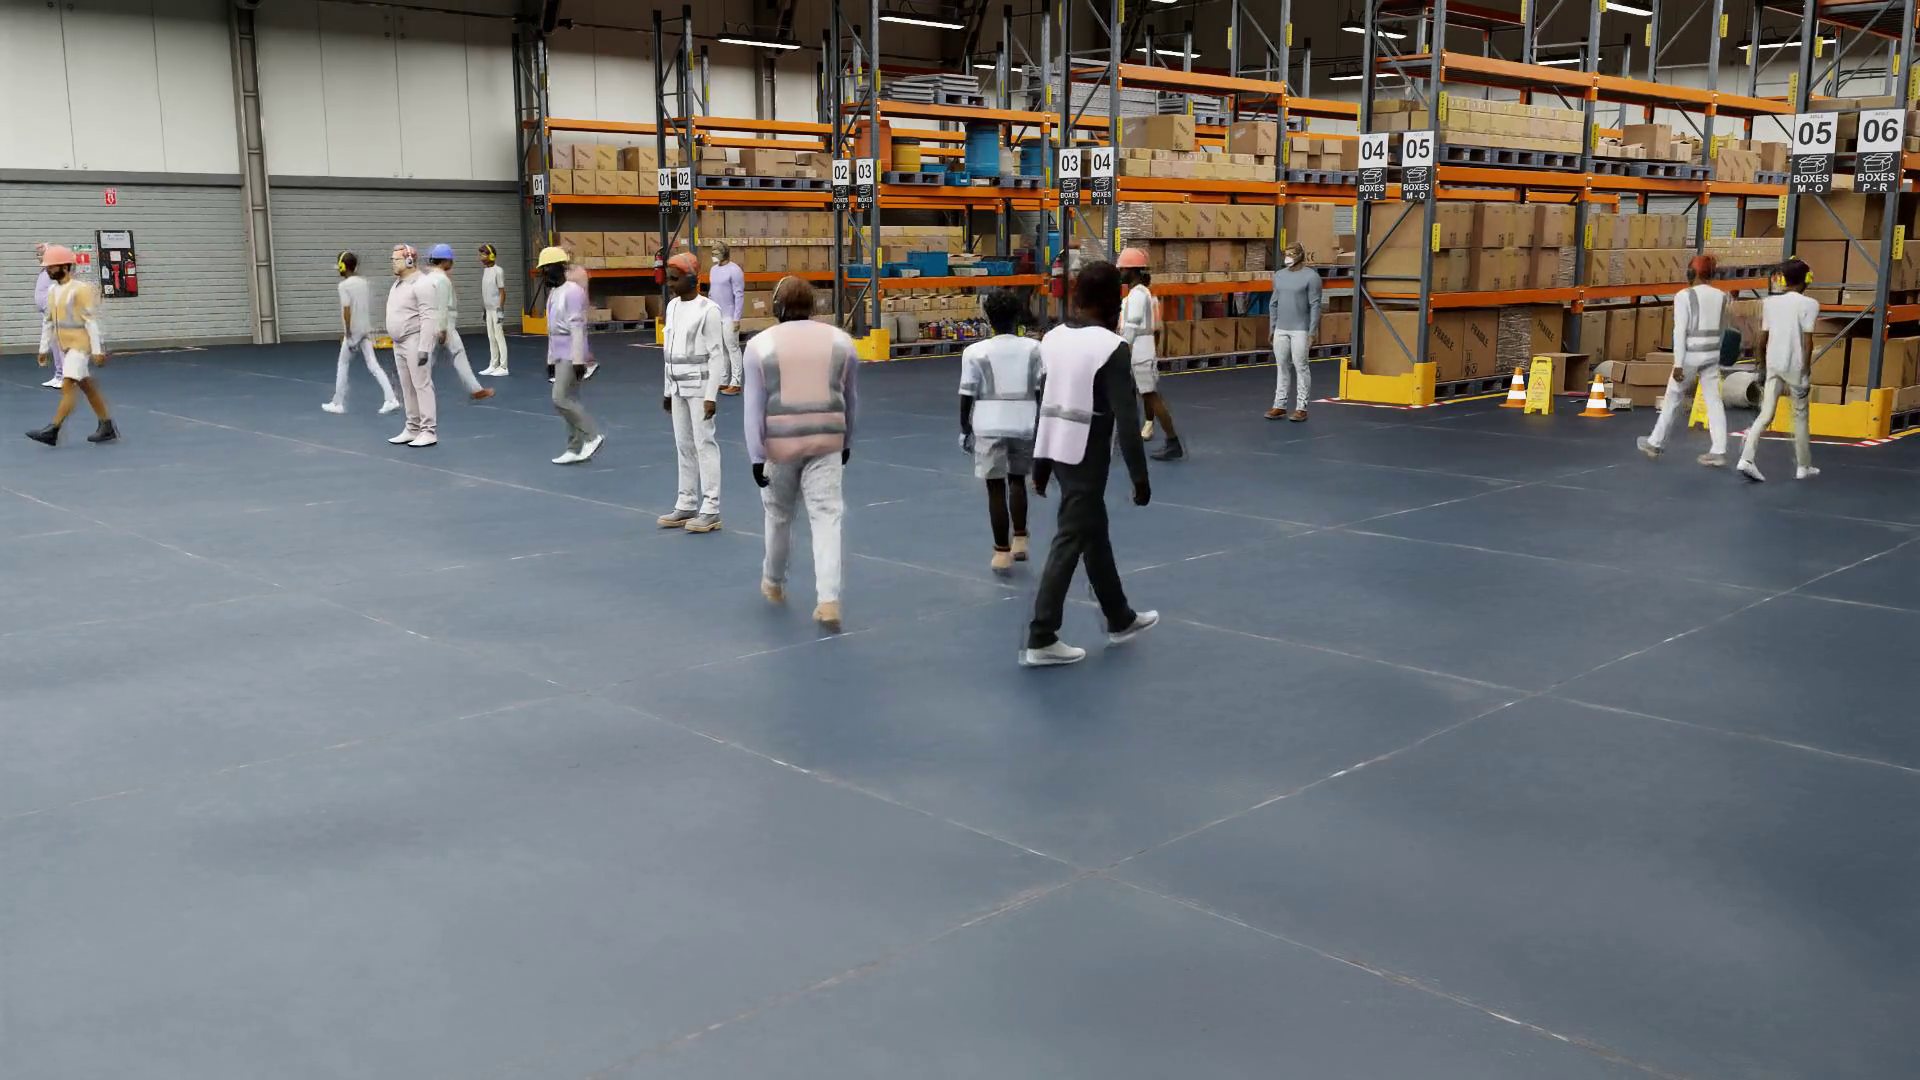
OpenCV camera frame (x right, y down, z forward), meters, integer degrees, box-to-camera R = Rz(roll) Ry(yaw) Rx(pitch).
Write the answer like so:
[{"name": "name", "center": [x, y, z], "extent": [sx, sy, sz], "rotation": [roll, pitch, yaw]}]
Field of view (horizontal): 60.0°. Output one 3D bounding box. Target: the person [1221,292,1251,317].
[{"name": "person", "center": [4.698, -4.194, 28.319], "extent": [0.395, 2.033, 0.605], "rotation": [-10, 14, -43]}]

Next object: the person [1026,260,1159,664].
[{"name": "person", "center": [0.680, -0.371, 7.894], "extent": [0.945, 1.872, 0.622], "rotation": [-6, 12, -29]}]

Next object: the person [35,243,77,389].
[{"name": "person", "center": [-11.976, -2.963, 21.973], "extent": [0.405, 1.902, 0.636], "rotation": [-10, 14, -43]}]

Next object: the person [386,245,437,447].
[{"name": "person", "center": [-5.265, -1.854, 15.898], "extent": [0.405, 1.911, 0.636], "rotation": [-10, 14, -43]}]

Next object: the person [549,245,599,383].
[{"name": "person", "center": [-5.368, -3.141, 23.038], "extent": [0.657, 1.872, 0.947], "rotation": [8, 13, 38]}]

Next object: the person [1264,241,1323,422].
[{"name": "person", "center": [3.619, -2.267, 18.068], "extent": [0.371, 1.940, 0.627], "rotation": [-10, 14, -43]}]

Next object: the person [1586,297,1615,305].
[{"name": "person", "center": [11.086, -4.167, 28.770], "extent": [0.512, 1.818, 0.597], "rotation": [-7, 13, -34]}]

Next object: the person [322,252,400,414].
[{"name": "person", "center": [-6.810, -2.341, 18.815], "extent": [0.996, 1.825, 0.536], "rotation": [4, 11, 21]}]

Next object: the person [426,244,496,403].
[{"name": "person", "center": [-6.108, -2.556, 19.766], "extent": [1.003, 1.894, 0.602], "rotation": [-8, 13, -37]}]

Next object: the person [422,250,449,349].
[{"name": "person", "center": [-9.278, -4.285, 29.552], "extent": [0.533, 1.765, 0.330], "rotation": [2, 11, 10]}]

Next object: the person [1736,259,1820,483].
[{"name": "person", "center": [6.745, -1.390, 13.640], "extent": [0.981, 1.819, 0.543], "rotation": [-7, 12, -32]}]

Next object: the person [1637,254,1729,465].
[{"name": "person", "center": [6.495, -1.600, 14.735], "extent": [0.606, 1.828, 0.991], "rotation": [-3, 11, -17]}]

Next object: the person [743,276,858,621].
[{"name": "person", "center": [-0.837, -0.489, 8.801], "extent": [0.625, 1.795, 0.977], "rotation": [-3, 11, -14]}]

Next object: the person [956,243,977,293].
[{"name": "person", "center": [0.097, -5.963, 38.571], "extent": [0.757, 1.805, 0.627], "rotation": [-7, 13, -35]}]

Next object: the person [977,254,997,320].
[{"name": "person", "center": [0.519, -4.806, 32.746], "extent": [0.279, 1.633, 0.497], "rotation": [-10, 14, -43]}]

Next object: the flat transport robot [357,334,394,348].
[{"name": "flat transport robot", "center": [-10.478, -3.596, 29.983], "extent": [0.652, 0.197, 1.431], "rotation": [-10, 14, -44]}]

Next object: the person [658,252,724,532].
[{"name": "person", "center": [-1.836, -1.008, 11.344], "extent": [0.354, 1.887, 0.572], "rotation": [-10, 14, -43]}]

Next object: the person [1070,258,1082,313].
[{"name": "person", "center": [2.157, -3.930, 26.973], "extent": [0.698, 2.000, 1.037], "rotation": [5, 12, 27]}]

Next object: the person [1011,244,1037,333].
[{"name": "person", "center": [1.221, -4.821, 32.284], "extent": [0.518, 1.830, 0.397], "rotation": [8, 13, 37]}]

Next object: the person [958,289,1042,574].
[{"name": "person", "center": [0.246, -0.657, 9.958], "extent": [0.560, 1.680, 0.473], "rotation": [-3, 11, -16]}]

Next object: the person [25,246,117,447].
[{"name": "person", "center": [-8.569, -1.846, 15.903], "extent": [0.568, 1.886, 0.974], "rotation": [6, 12, 31]}]

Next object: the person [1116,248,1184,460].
[{"name": "person", "center": [1.566, -1.662, 14.924], "extent": [0.999, 1.887, 0.584], "rotation": [1, 10, 7]}]

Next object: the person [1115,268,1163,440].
[{"name": "person", "center": [1.753, -1.841, 16.405], "extent": [0.321, 1.697, 0.529], "rotation": [-10, 14, -43]}]

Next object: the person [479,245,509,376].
[{"name": "person", "center": [-6.706, -3.290, 23.856], "extent": [0.327, 1.865, 0.517], "rotation": [-10, 14, -43]}]

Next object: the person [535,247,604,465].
[{"name": "person", "center": [-3.469, -1.607, 14.574], "extent": [0.411, 1.899, 0.613], "rotation": [-6, 12, -32]}]

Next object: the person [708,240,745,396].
[{"name": "person", "center": [-2.965, -2.802, 21.002], "extent": [0.371, 1.934, 0.627], "rotation": [-10, 14, -43]}]
